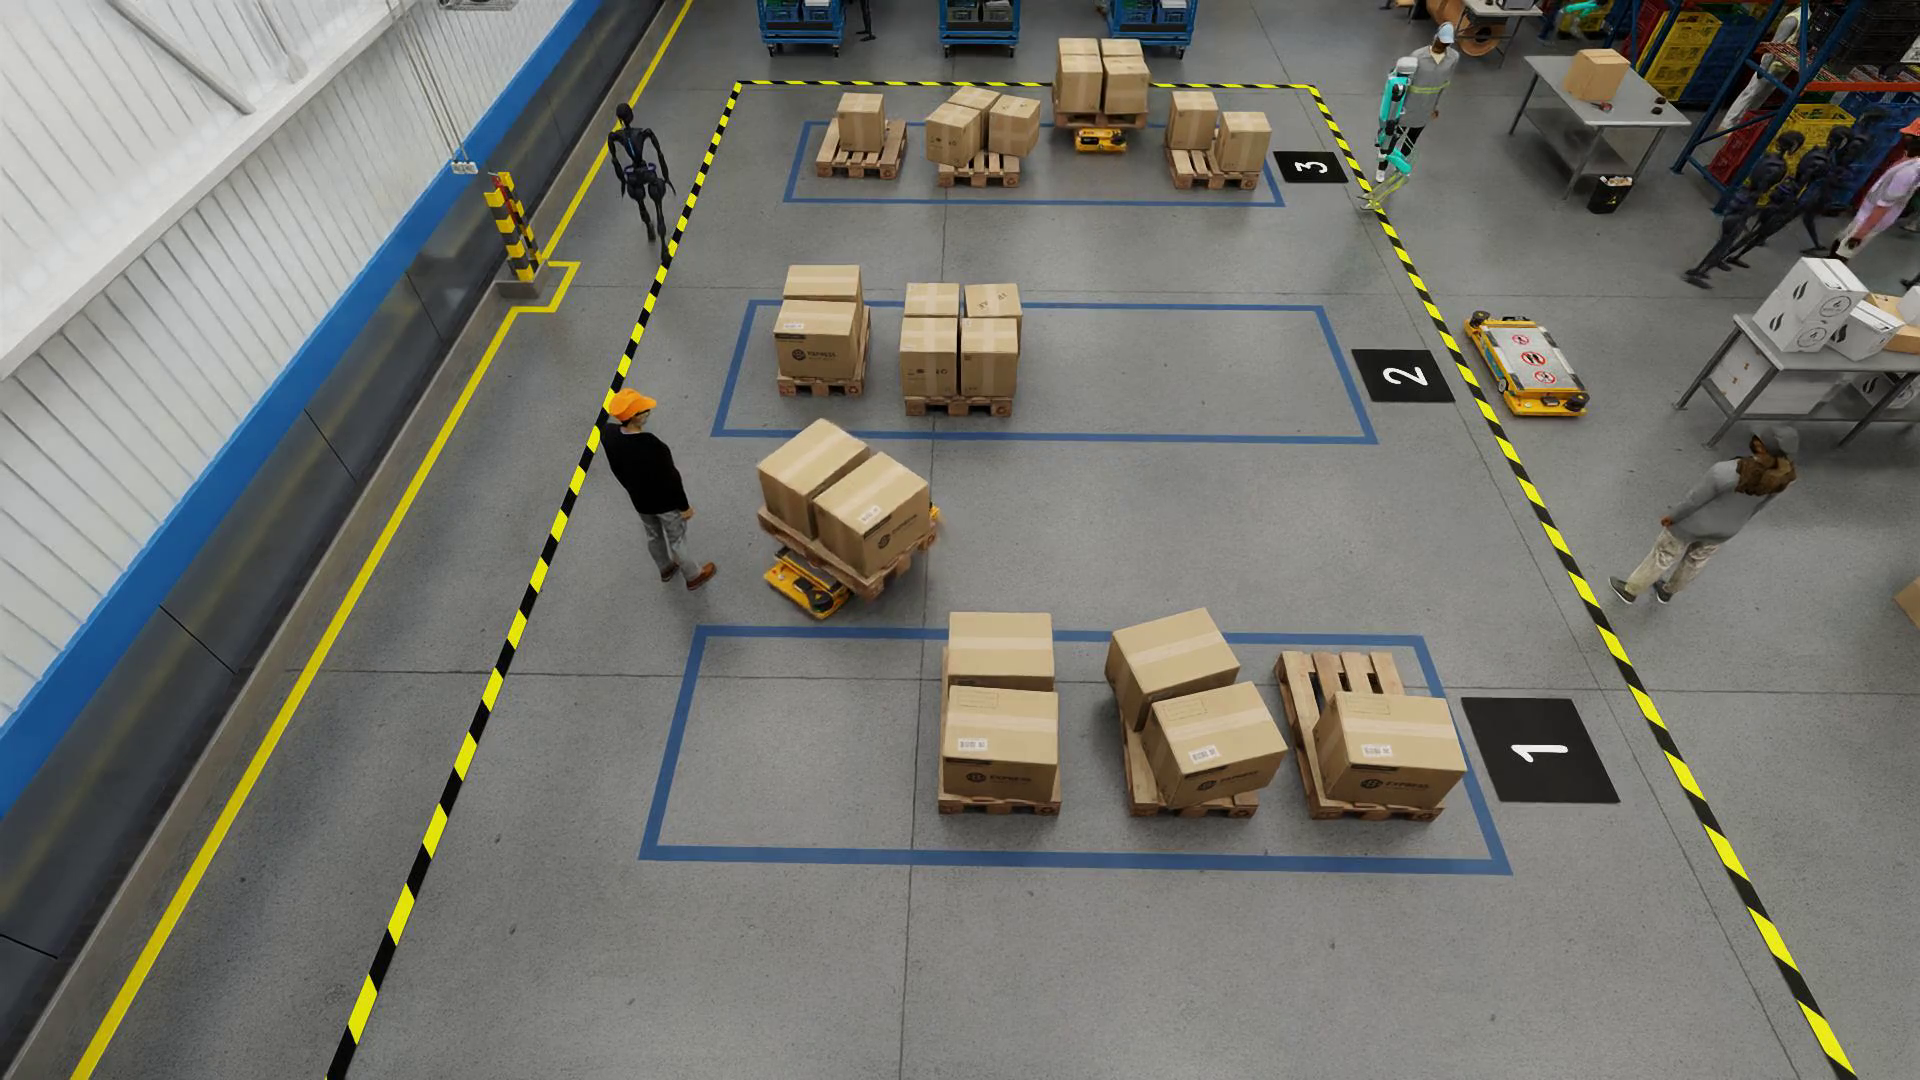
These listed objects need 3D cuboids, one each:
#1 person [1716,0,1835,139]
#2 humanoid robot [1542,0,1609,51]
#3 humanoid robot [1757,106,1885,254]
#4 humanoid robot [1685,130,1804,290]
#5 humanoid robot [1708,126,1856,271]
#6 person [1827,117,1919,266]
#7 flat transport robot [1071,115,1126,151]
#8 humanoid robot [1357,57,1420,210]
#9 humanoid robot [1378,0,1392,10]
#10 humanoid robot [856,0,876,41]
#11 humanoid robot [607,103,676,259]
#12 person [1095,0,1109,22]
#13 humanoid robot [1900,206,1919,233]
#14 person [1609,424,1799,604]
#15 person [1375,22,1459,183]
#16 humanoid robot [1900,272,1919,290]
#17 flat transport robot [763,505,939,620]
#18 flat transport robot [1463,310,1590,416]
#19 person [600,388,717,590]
[{"bbox_3d":[10.559,-6.129,11.807,0.622,1.835,0.431,-15,51,-13],"label":"person"},{"bbox_3d":[9.340,-8.126,13.624,1.032,1.758,0.541,16,51,13],"label":"humanoid robot"},{"bbox_3d":[9.507,-3.887,10.009,0.782,1.619,0.613,33,57,25],"label":"humanoid robot"},{"bbox_3d":[8.213,-3.459,9.597,0.338,1.654,0.600,29,55,23],"label":"humanoid robot"},{"bbox_3d":[8.725,-3.633,9.754,0.456,1.635,0.594,35,58,27],"label":"humanoid robot"},{"bbox_3d":[9.063,-3.235,9.176,0.695,2.033,0.465,-34,57,-26],"label":"person"},{"bbox_3d":[1.862,-5.726,12.471,0.652,0.197,1.431,1,49,1],"label":"flat transport robot"},{"bbox_3d":[5.030,-4.586,10.446,0.735,1.672,0.533,10,50,8],"label":"humanoid robot"},{"bbox_3d":[7.395,-9.553,14.906,0.780,1.628,0.610,-11,50,-10],"label":"humanoid robot"},{"bbox_3d":[-1.517,-8.568,14.008,0.315,1.657,0.599,-11,50,-9],"label":"humanoid robot"},{"bbox_3d":[-3.461,-3.984,10.064,0.589,1.632,0.706,-8,50,-7],"label":"humanoid robot"},{"bbox_3d":[2.461,-9.276,14.476,0.619,1.903,0.776,-29,55,-23],"label":"person"},{"bbox_3d":[11.232,-4.031,10.078,1.027,1.757,0.547,3,49,2],"label":"humanoid robot"},{"bbox_3d":[5.433,-0.139,6.659,0.573,1.769,0.396,1,49,1],"label":"person"},{"bbox_3d":[5.498,-5.208,10.994,0.598,1.850,0.387,-1,49,-1],"label":"person"},{"bbox_3d":[10.596,-3.289,9.451,0.597,1.646,0.379,28,55,22],"label":"humanoid robot"},{"bbox_3d":[-0.875,-0.003,7.518,0.652,0.197,1.431,31,56,24],"label":"flat transport robot"},{"bbox_3d":[5.573,-1.757,9.054,0.659,0.231,1.431,1,49,1],"label":"flat transport robot"},{"bbox_3d":[-2.236,-0.341,6.763,0.586,1.879,0.392,21,52,17],"label":"person"}]
